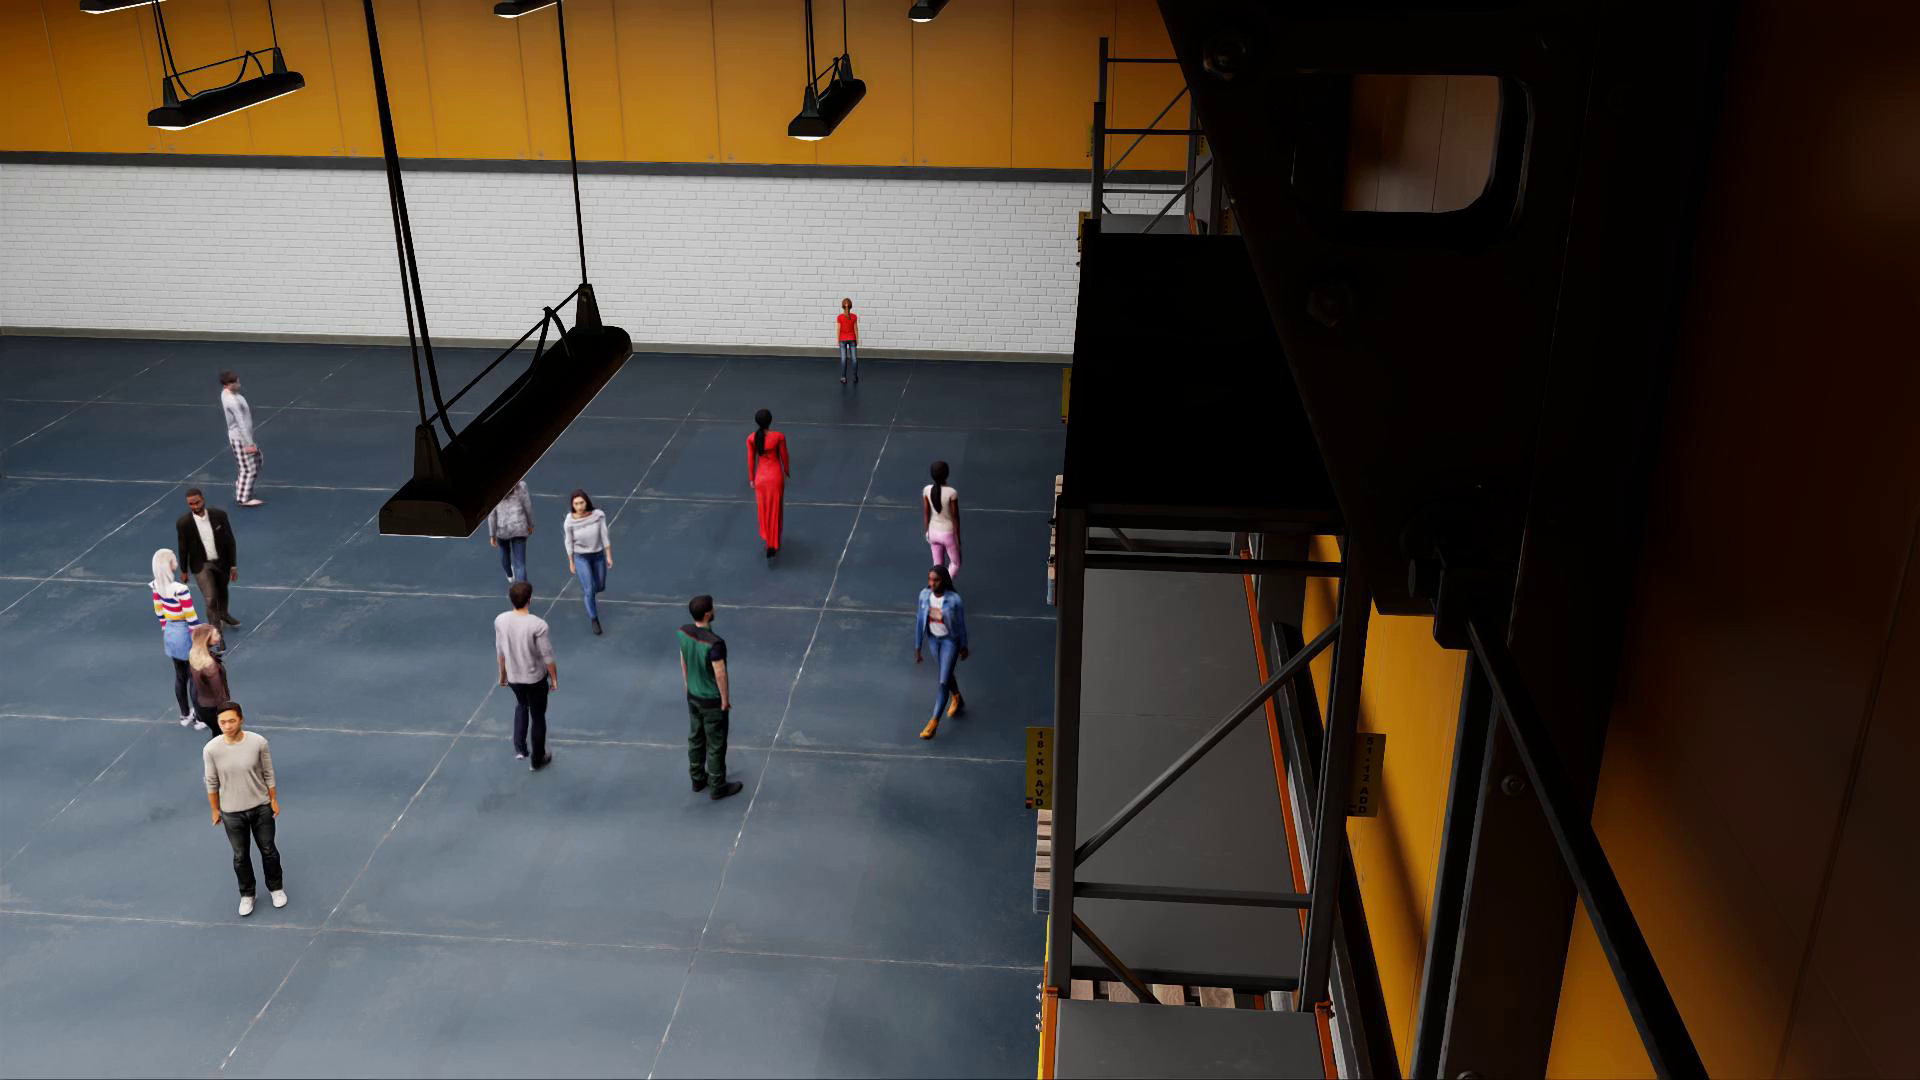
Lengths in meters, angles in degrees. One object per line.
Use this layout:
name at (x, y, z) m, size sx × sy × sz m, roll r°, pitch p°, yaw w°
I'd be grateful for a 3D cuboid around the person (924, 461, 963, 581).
person at (-0.220, -0.010, 17.862) m, size 0.748 × 1.735 × 0.841 m, roll 13°, pitch 27°, yaw 27°

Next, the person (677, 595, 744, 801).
person at (-2.216, 1.354, 14.538) m, size 0.769 × 1.899 × 0.785 m, roll 19°, pitch 30°, yaw 37°

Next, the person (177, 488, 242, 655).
person at (-7.764, 0.258, 17.243) m, size 1.121 × 1.739 × 1.194 m, roll -20°, pitch 30°, yaw -38°

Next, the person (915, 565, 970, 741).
person at (-0.111, 0.982, 15.676) m, size 0.920 × 1.667 × 1.219 m, roll 12°, pitch 26°, yaw 25°

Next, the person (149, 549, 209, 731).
person at (-7.335, 0.918, 15.648) m, size 0.716 × 1.808 × 0.660 m, roll 12°, pitch 27°, yaw 26°

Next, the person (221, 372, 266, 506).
person at (-8.929, -1.258, 20.631) m, size 0.906 × 1.804 × 0.782 m, roll -17°, pitch 29°, yaw -34°

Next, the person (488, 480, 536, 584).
person at (-4.858, -0.054, 18.031) m, size 0.890 × 1.680 × 1.242 m, roll -6°, pitch 24°, yaw -13°

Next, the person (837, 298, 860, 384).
person at (-1.710, -3.042, 25.328) m, size 0.539 × 1.310 × 0.548 m, roll -4°, pitch 24°, yaw -10°

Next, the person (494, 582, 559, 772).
person at (-3.915, 1.259, 14.842) m, size 0.730 × 1.828 × 0.691 m, roll 6°, pitch 24°, yaw 13°

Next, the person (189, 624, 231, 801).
person at (-6.536, 1.519, 14.419) m, size 0.772 × 1.691 × 0.708 m, roll -18°, pitch 29°, yaw -35°

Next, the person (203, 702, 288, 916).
person at (-5.592, 2.066, 13.017) m, size 0.728 × 1.812 × 0.718 m, roll -10°, pitch 25°, yaw -21°

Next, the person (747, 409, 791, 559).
person at (-2.213, -0.623, 19.255) m, size 0.610 × 1.742 × 1.112 m, roll 2°, pitch 24°, yaw 5°

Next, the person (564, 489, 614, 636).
person at (-3.936, 0.186, 17.569) m, size 0.874 × 1.610 × 1.002 m, roll -11°, pitch 26°, yaw -23°
